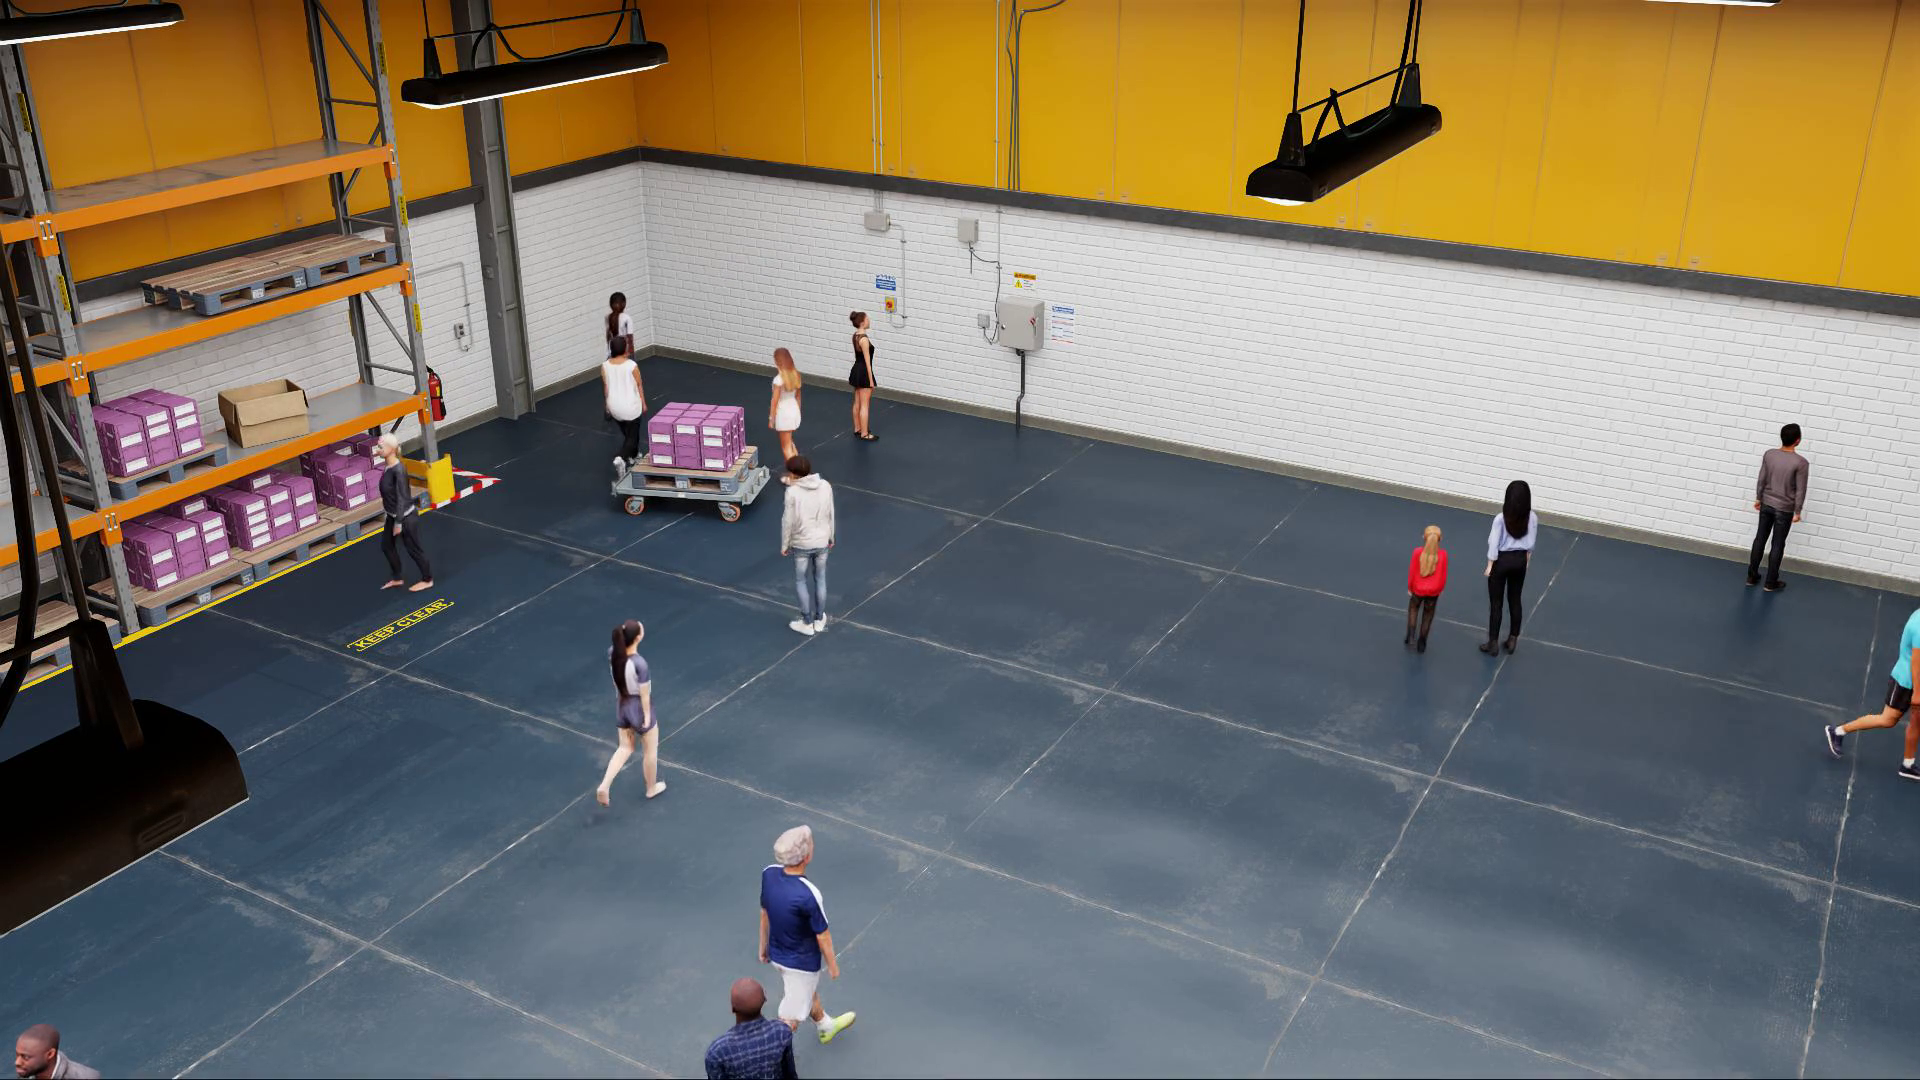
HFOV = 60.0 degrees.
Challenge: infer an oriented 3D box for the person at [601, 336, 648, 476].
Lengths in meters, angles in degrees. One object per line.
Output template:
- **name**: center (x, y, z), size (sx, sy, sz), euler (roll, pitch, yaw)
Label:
- **person**: center (-4.030, -1.598, 19.953), size (0.688, 1.658, 1.022), euler (11, 26, 23)

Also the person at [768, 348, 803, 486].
- **person**: center (-1.963, -1.422, 19.520), size (0.624, 1.682, 0.516), euler (15, 28, 30)

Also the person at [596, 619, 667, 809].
- **person**: center (-2.637, 1.393, 13.143), size (0.652, 1.632, 0.885), euler (17, 29, 33)

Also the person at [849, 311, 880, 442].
- **person**: center (-1.235, -2.093, 21.074), size (0.722, 1.667, 0.679), euler (-10, 26, -22)

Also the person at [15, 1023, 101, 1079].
- **person**: center (-4.607, 3.259, 8.643), size (0.743, 1.818, 0.637), euler (9, 25, 20)

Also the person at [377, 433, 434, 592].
- **person**: center (-5.592, -0.293, 16.906), size (0.884, 1.707, 0.820), euler (-15, 28, -30)

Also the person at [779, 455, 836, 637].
- **person**: center (-1.449, 0.029, 16.011), size (0.767, 1.835, 0.882), euler (-6, 24, -14)

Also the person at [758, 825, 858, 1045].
- **person**: center (-1.064, 2.613, 10.157), size (0.850, 1.789, 1.260), euler (21, 31, 39)

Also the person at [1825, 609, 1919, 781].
- **person**: center (7.666, 1.127, 13.604), size (0.834, 1.750, 1.080), euler (19, 30, 37)

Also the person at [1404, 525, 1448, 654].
- **person**: center (4.398, 0.481, 15.675), size (0.542, 1.275, 0.560), euler (6, 24, 14)

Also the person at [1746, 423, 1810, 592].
- **person**: center (8.318, -0.344, 16.947), size (0.684, 1.768, 0.714), euler (-20, 31, -39)

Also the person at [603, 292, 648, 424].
- **person**: center (-4.448, -2.334, 21.609), size (0.754, 1.680, 1.176), euler (7, 25, 17)

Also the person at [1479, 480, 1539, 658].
- **person**: center (5.141, 0.260, 15.597), size (0.724, 1.743, 0.781), euler (-6, 24, -13)

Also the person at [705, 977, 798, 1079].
- **person**: center (-1.057, 3.169, 8.908), size (1.217, 1.769, 1.177), euler (-10, 26, -23)
